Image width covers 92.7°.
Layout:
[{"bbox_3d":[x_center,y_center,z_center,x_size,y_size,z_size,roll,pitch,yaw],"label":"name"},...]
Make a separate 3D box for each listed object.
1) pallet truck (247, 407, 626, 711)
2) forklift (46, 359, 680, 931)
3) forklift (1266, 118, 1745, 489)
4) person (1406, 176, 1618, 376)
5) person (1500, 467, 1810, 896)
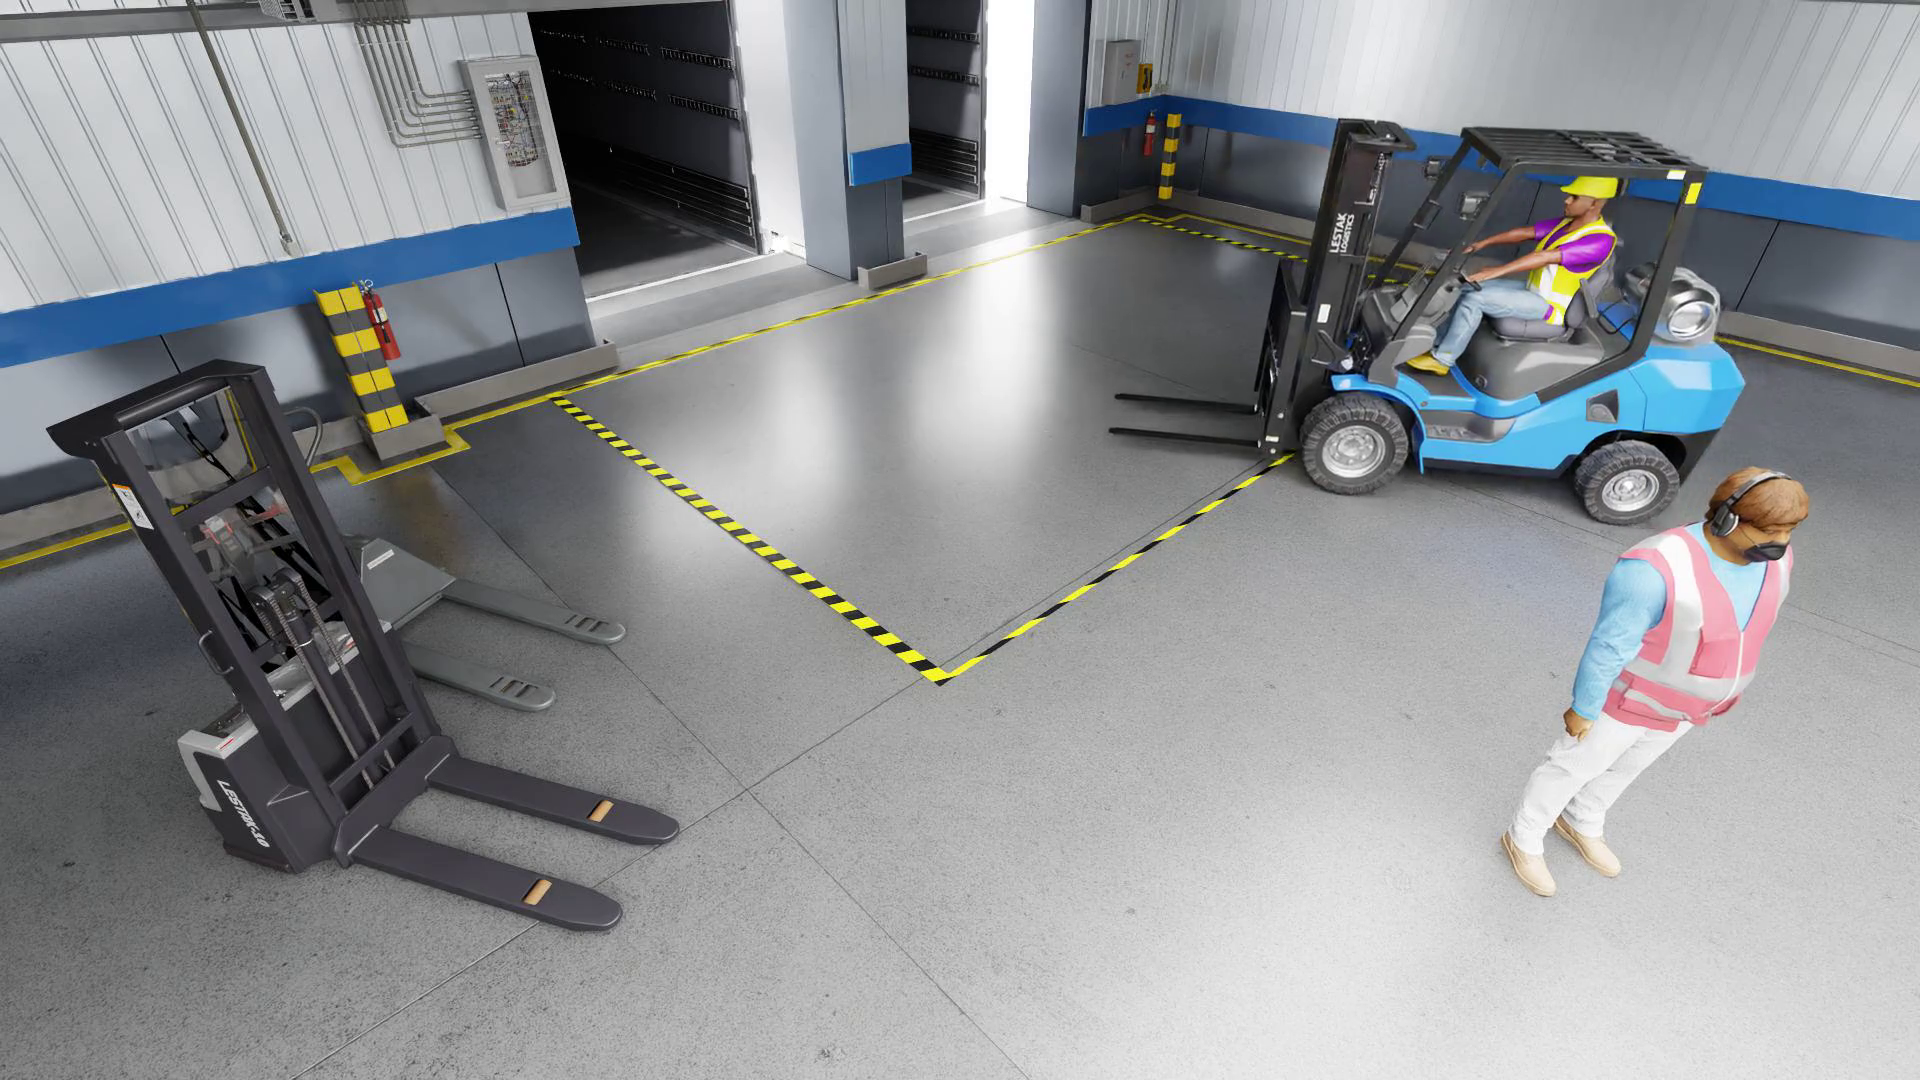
[{"bbox_3d":[-2.628,0.038,4.590,1.601,1.201,0.680,12,36,18],"label":"pallet truck"},{"bbox_3d":[-2.135,0.422,3.354,1.885,1.965,0.823,10,35,14],"label":"forklift"},{"bbox_3d":[3.479,-1.516,5.887,2.680,2.036,1.157,7,35,10],"label":"forklift"},{"bbox_3d":[3.422,-1.682,5.798,1.004,1.294,0.635,7,35,10],"label":"person"},{"bbox_3d":[2.475,0.558,3.291,0.635,1.841,0.429,-8,35,-12],"label":"person"}]
